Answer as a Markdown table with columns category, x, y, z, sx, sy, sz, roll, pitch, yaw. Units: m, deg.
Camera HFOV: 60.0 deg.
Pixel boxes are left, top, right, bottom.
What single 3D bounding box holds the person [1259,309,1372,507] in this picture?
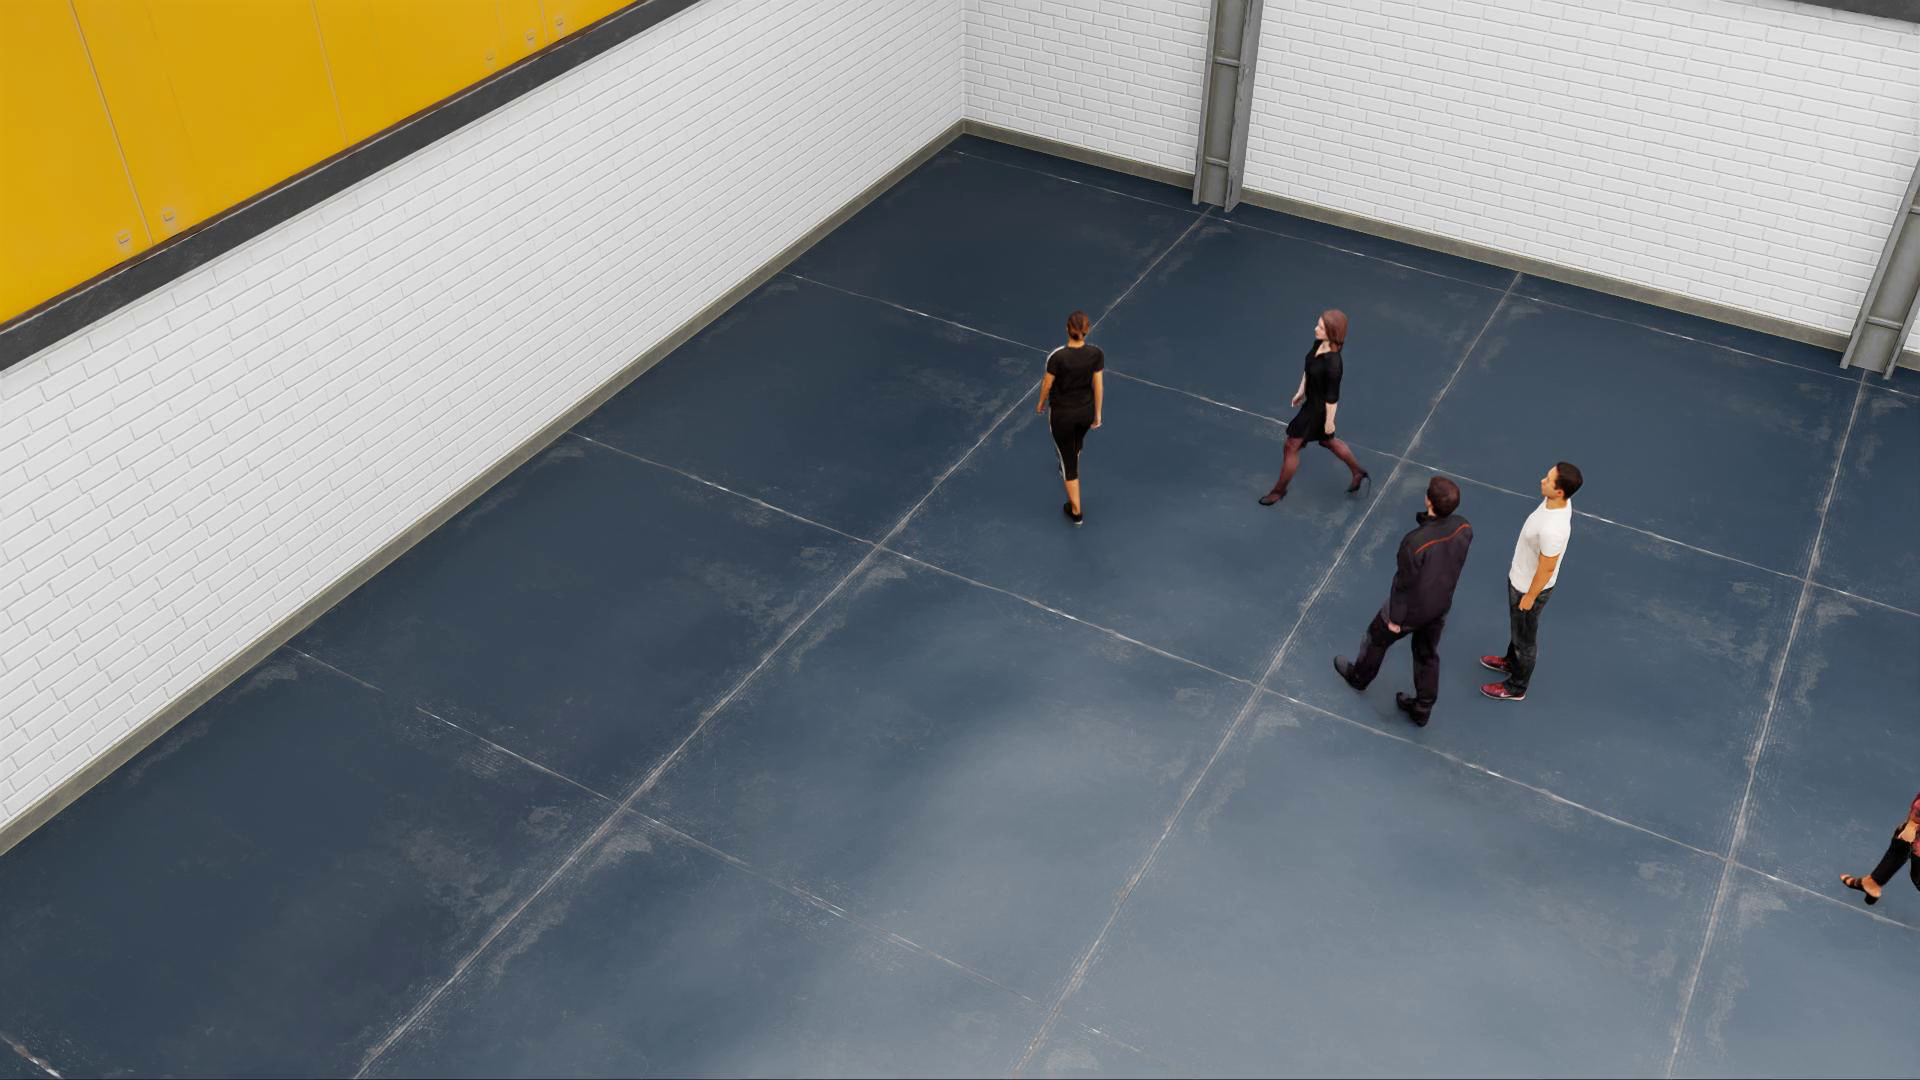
| category | x | y | z | sx | sy | sz | roll | pitch | yaw |
| --- | --- | --- | --- | --- | --- | --- | --- | --- | --- |
| person | 2.706 | -0.946 | 12.181 | 1.156 | 1.664 | 0.946 | 0 | 39 | 0 |

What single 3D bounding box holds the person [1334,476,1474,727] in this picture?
| category | x | y | z | sx | sy | sz | roll | pitch | yaw |
| --- | --- | --- | --- | --- | --- | --- | --- | --- | --- |
| person | 2.909 | 0.444 | 10.322 | 1.011 | 1.811 | 1.115 | -19 | 42 | -22 |

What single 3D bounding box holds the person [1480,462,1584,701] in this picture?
| category | x | y | z | sx | sy | sz | roll | pitch | yaw |
| --- | --- | --- | --- | --- | --- | --- | --- | --- | --- |
| person | 3.657 | 0.253 | 10.567 | 0.618 | 1.804 | 0.684 | 10 | 40 | 12 |

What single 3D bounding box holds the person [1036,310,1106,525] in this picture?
| category | x | y | z | sx | sy | sz | roll | pitch | yaw |
| --- | --- | --- | --- | --- | --- | --- | --- | --- | --- |
| person | 0.838 | -0.863 | 12.110 | 1.026 | 1.623 | 1.122 | -12 | 40 | -14 |
